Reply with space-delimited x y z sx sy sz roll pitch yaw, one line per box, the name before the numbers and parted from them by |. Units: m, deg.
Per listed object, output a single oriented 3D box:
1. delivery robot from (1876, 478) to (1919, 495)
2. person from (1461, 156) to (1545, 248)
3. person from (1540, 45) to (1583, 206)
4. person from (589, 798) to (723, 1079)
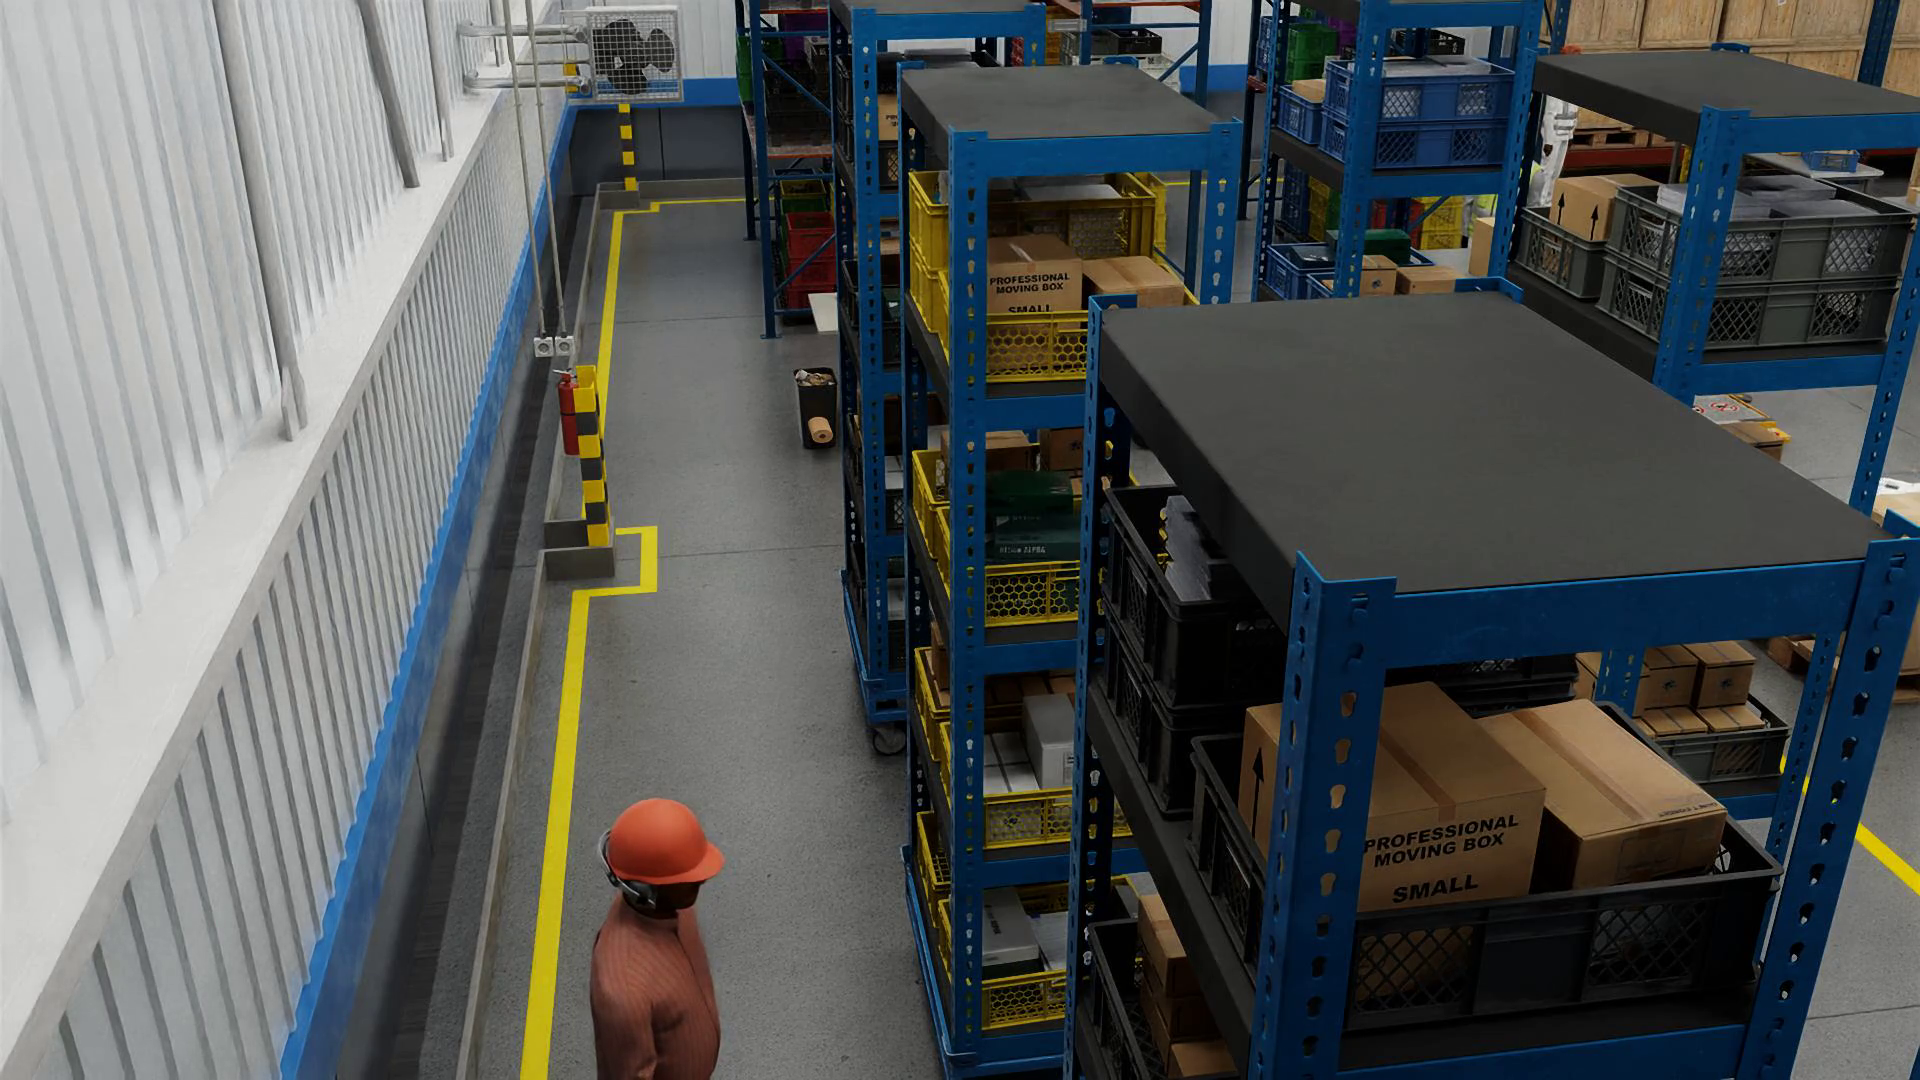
delivery robot | 5.959 -0.168 10.177 0.707 0.478 0.477 20 32 35
person | 4.496 -2.544 13.936 0.624 1.841 0.430 16 29 32
person | 6.346 -4.276 17.644 0.347 1.883 0.584 19 31 36
person | -0.834 1.592 4.776 0.408 1.987 0.618 1 25 2
